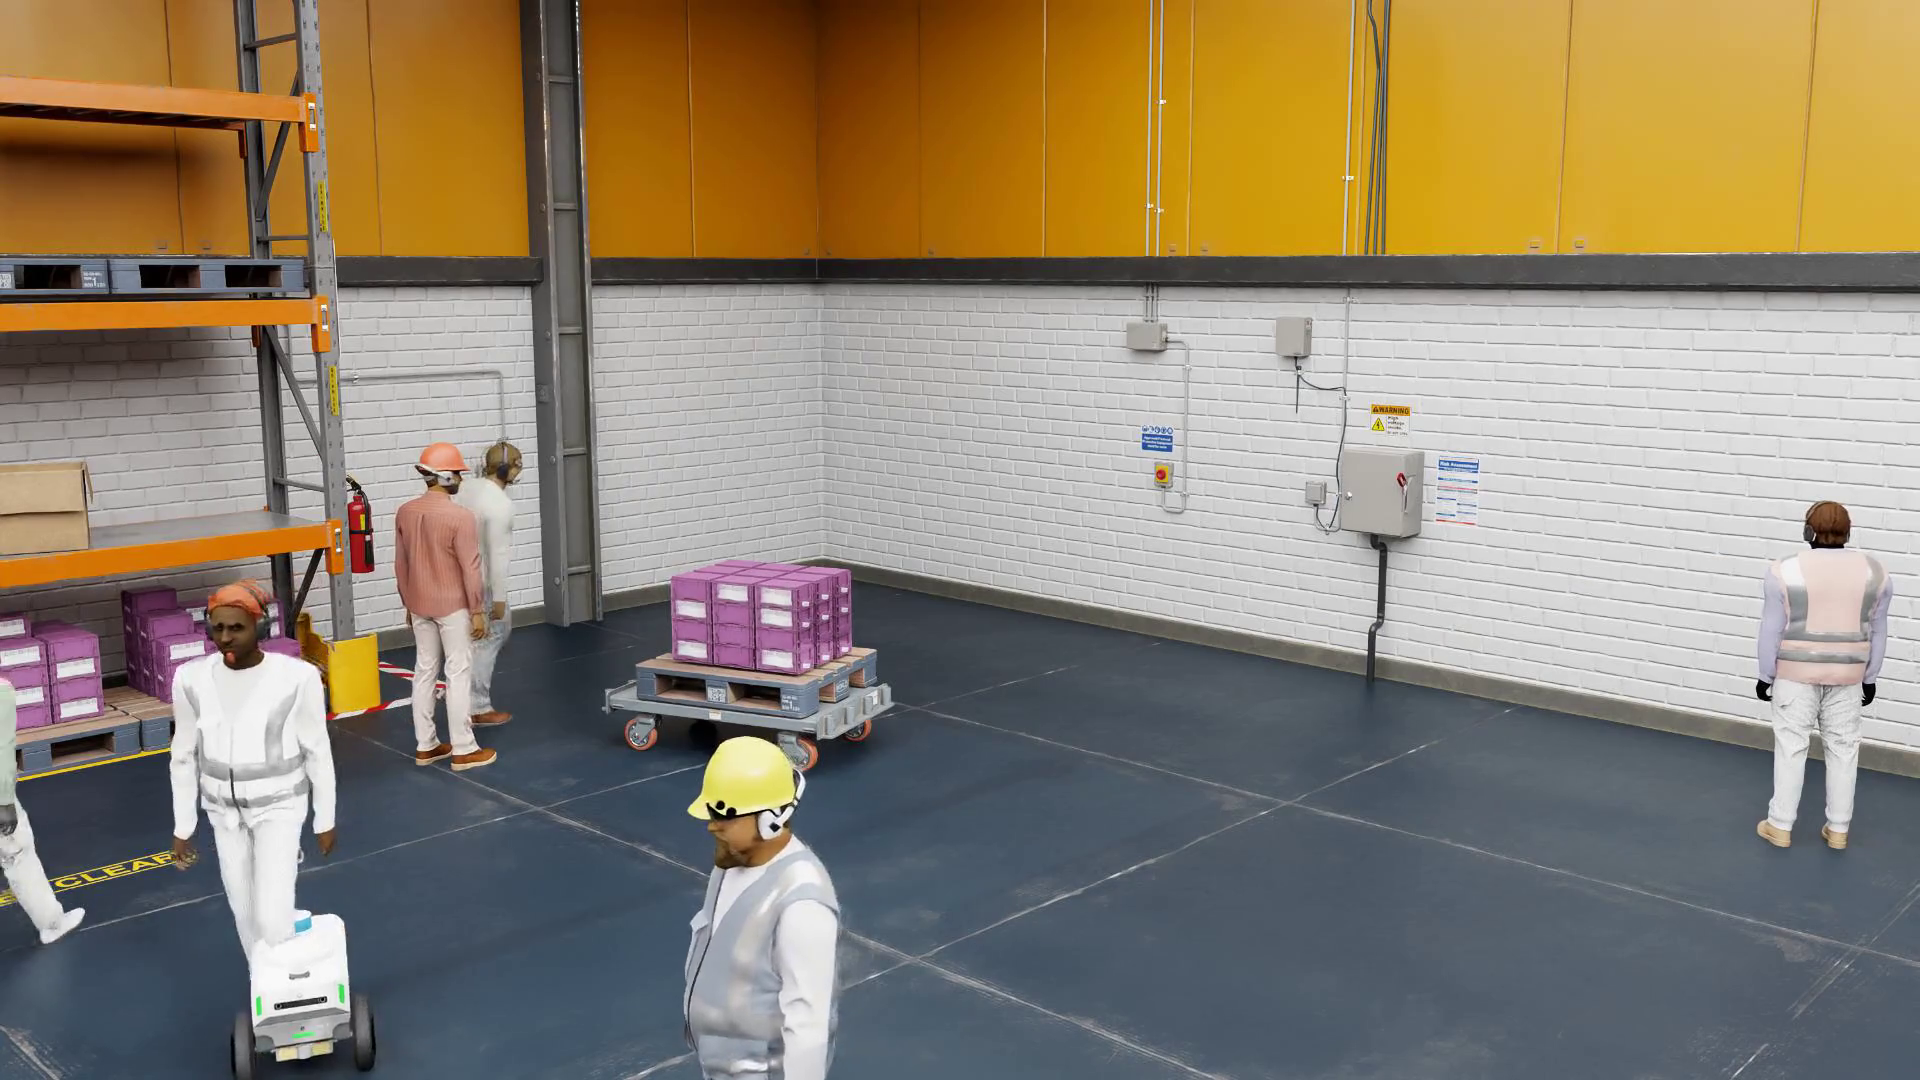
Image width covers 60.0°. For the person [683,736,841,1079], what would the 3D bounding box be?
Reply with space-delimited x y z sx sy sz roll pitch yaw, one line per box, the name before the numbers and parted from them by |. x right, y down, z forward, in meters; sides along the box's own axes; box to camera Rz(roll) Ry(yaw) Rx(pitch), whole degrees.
person | -0.521 1.408 4.478 0.447 1.821 0.598 -4 10 -25

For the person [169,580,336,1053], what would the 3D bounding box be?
person | -2.713 1.073 6.395 0.577 1.867 0.456 1 9 7

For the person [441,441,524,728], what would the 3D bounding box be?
person | -3.112 0.298 11.007 0.490 1.907 0.649 -6 11 -31

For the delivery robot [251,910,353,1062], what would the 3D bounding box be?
delivery robot | -2.544 1.674 6.418 0.477 0.478 0.707 -4 10 -21

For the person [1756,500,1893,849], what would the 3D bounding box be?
person | 4.485 0.706 8.708 0.627 1.844 0.429 2 9 9

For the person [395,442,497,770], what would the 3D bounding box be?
person | -3.136 0.399 10.123 0.617 1.990 0.393 5 10 26

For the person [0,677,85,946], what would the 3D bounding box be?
person | -4.221 1.082 7.142 0.536 1.586 0.856 2 9 12
